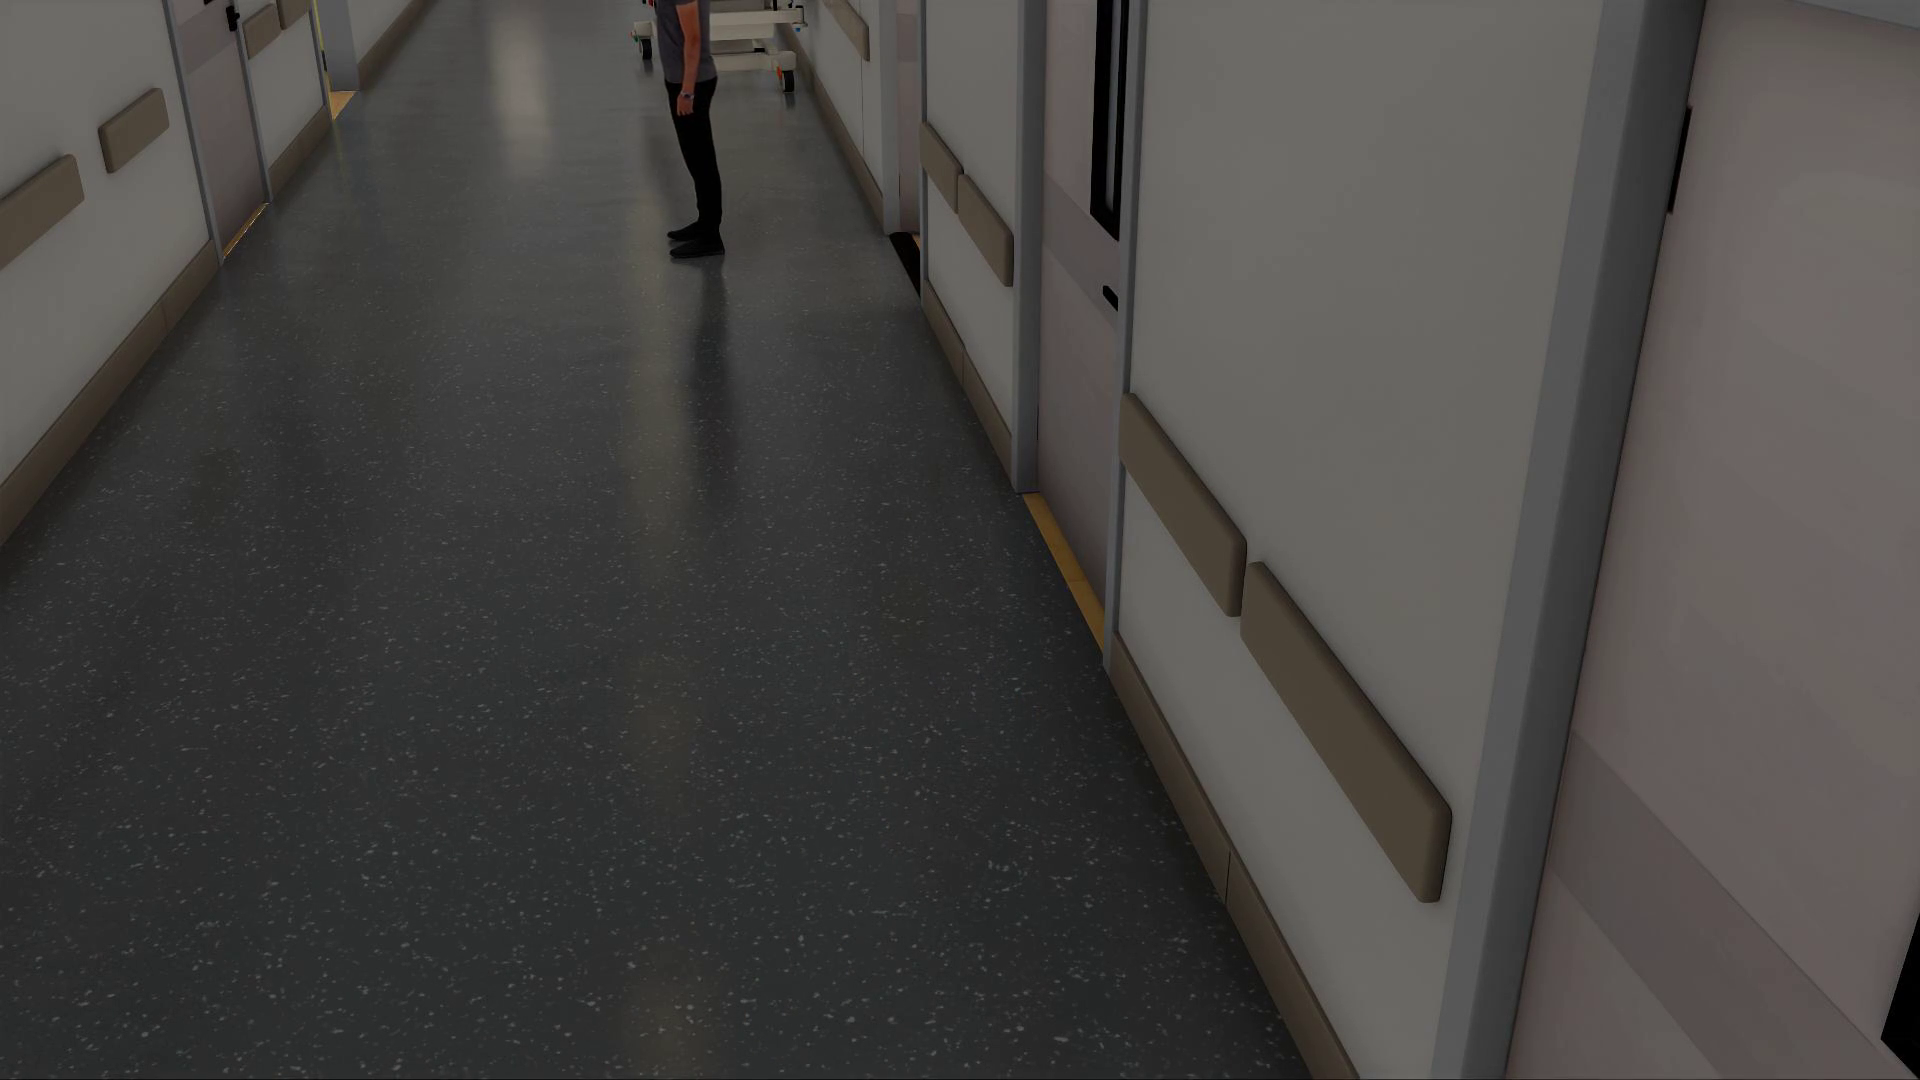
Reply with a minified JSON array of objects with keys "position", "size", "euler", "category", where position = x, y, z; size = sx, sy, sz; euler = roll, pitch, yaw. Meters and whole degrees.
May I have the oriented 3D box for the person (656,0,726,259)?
[{"position":[-1.382,-2.357,8.523],"size":[0.537,1.754,0.616],"euler":[-4,26,-7],"category":"person"}]
